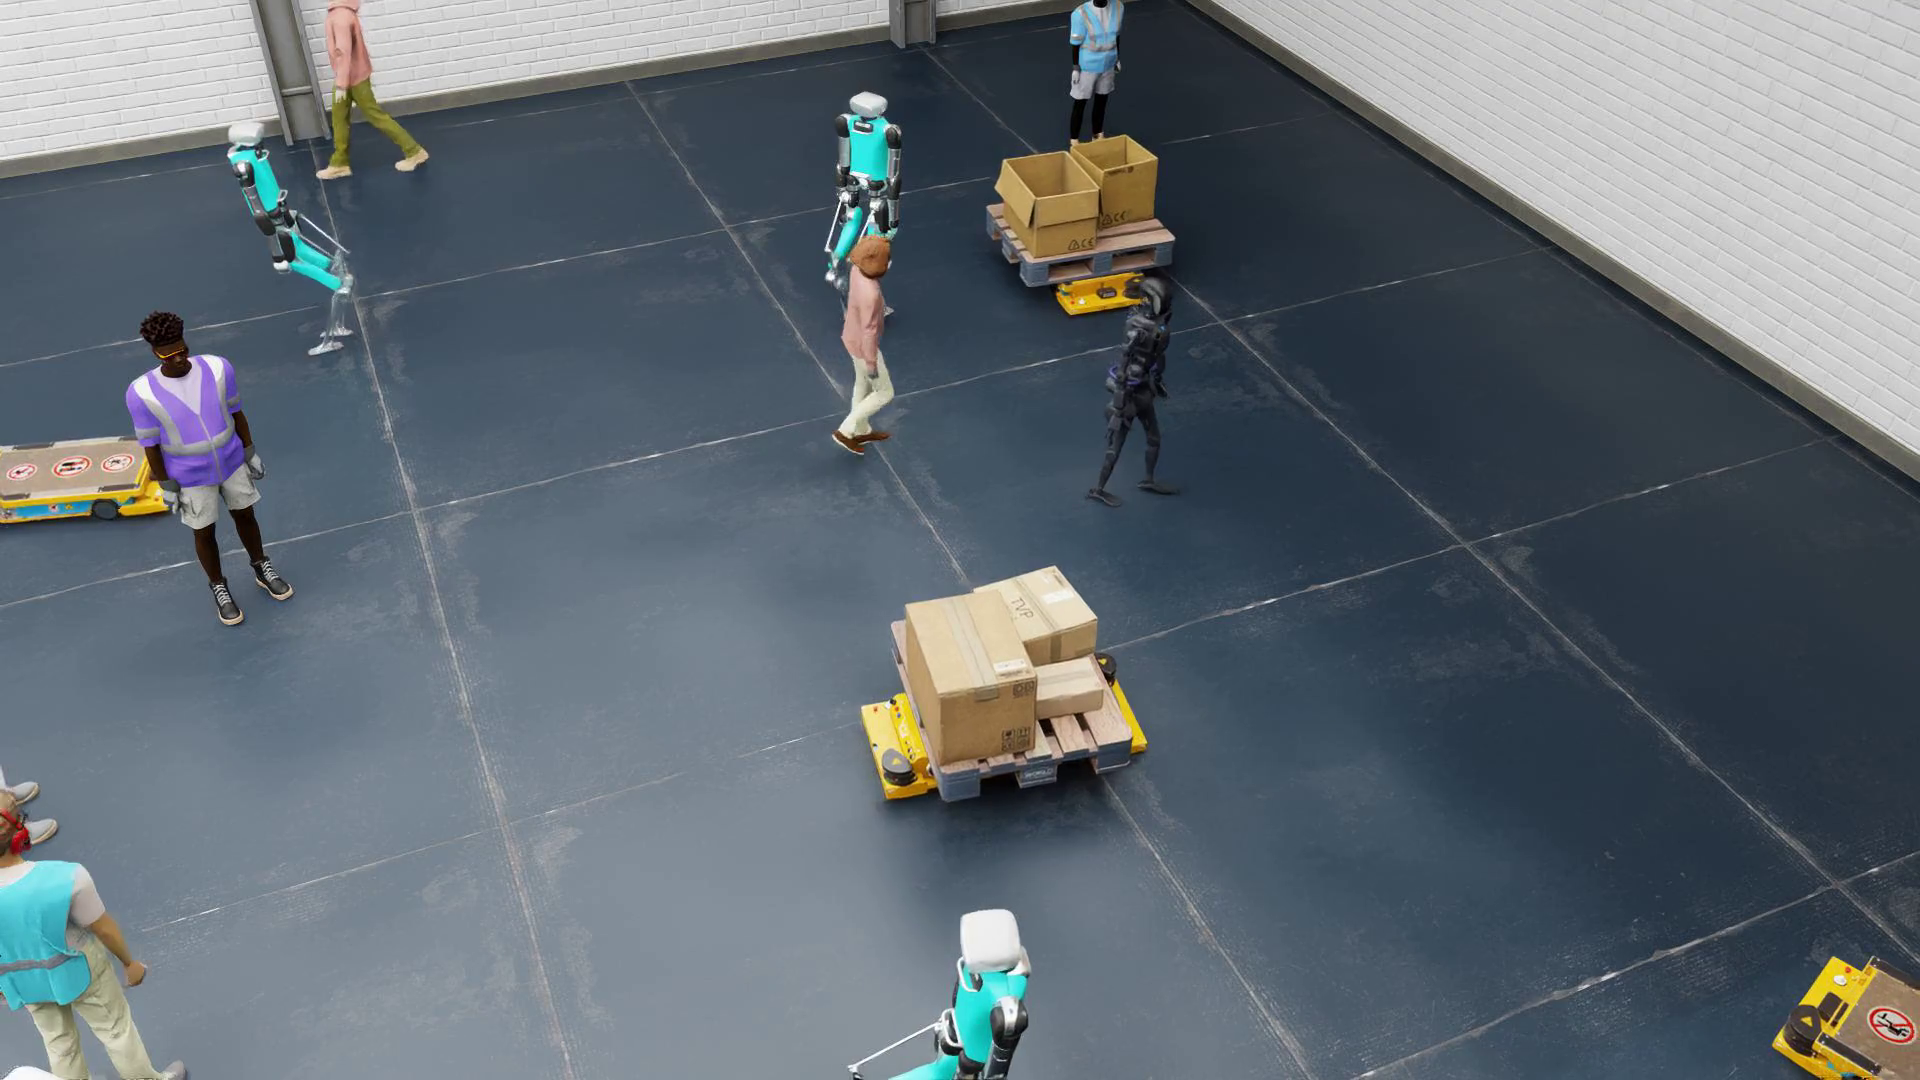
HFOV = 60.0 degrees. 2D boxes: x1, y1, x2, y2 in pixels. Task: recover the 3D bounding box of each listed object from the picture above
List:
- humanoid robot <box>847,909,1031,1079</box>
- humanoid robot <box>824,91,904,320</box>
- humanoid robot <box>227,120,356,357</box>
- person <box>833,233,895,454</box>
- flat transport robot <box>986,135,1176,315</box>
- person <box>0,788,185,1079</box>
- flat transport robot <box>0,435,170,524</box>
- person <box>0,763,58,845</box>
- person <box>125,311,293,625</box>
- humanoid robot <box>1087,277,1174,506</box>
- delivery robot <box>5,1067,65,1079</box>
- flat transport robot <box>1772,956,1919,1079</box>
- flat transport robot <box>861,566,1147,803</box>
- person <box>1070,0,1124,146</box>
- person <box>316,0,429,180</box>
[{"bbox_3d":[-0.118,2.083,6.366,1.045,1.727,0.540,-7,38,-9],"label":"humanoid robot"},{"bbox_3d":[-0.765,-2.309,11.988,0.531,1.691,0.752,19,41,23],"label":"humanoid robot"},{"bbox_3d":[-4.653,-2.156,11.844,0.735,1.751,0.531,-6,38,-8],"label":"humanoid robot"},{"bbox_3d":[-0.605,-1.253,10.790,0.384,1.610,0.534,-8,38,-10],"label":"person"},{"bbox_3d":[0.918,-2.226,13.171,0.659,0.231,1.431,-11,39,-14],"label":"flat transport robot"},{"bbox_3d":[-3.623,1.760,6.703,0.579,1.848,0.380,-6,38,-7],"label":"person"},{"bbox_3d":[-5.804,-0.373,10.759,1.431,0.231,0.659,-6,38,-7],"label":"flat transport robot"},{"bbox_3d":[-4.839,0.714,8.035,0.364,1.874,0.591,-26,44,-29],"label":"person"},{"bbox_3d":[-4.263,-0.420,9.430,0.368,1.965,0.605,30,47,33],"label":"person"},{"bbox_3d":[1.074,-0.924,10.344,0.456,1.651,0.609,22,43,26],"label":"humanoid robot"},{"bbox_3d":[-3.651,2.457,6.816,0.738,0.563,0.499,13,39,17],"label":"delivery robot"},{"bbox_3d":[4.366,2.374,7.183,1.431,0.231,0.659,31,47,34],"label":"flat transport robot"},{"bbox_3d":[0.230,0.988,8.987,1.431,0.231,0.659,-9,38,-11],"label":"flat transport robot"},{"bbox_3d":[1.183,-4.131,14.474,0.535,1.698,0.321,-19,42,-23],"label":"person"},{"bbox_3d":[-5.159,-3.964,14.175,0.929,1.802,0.517,-17,41,-21],"label":"person"}]
